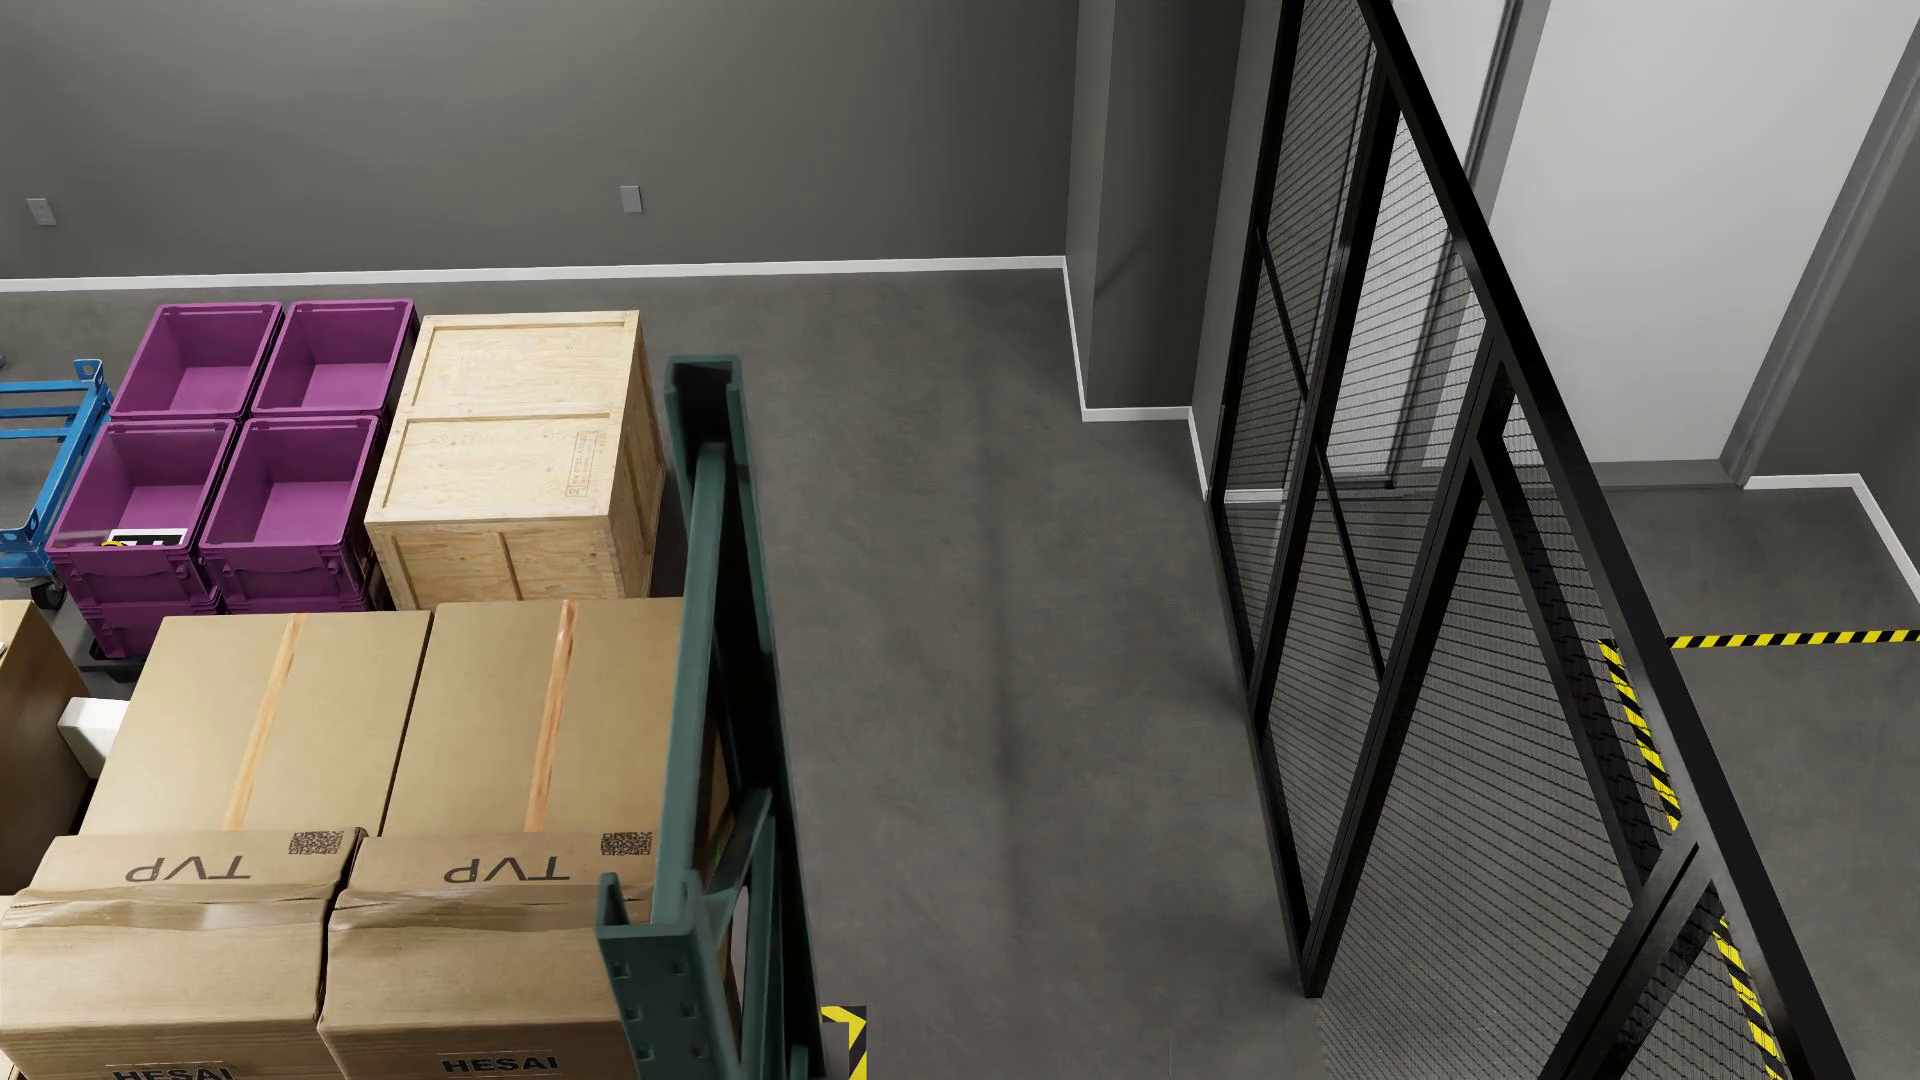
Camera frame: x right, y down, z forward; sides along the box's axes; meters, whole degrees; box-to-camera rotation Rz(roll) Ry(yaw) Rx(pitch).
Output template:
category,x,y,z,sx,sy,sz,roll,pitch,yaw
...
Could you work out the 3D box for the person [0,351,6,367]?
category,x,y,z,sx,sy,sz,roll,pitch,yaw
person,-4.037,-1.266,5.965,0.372,1.940,0.630,-3,46,-3
